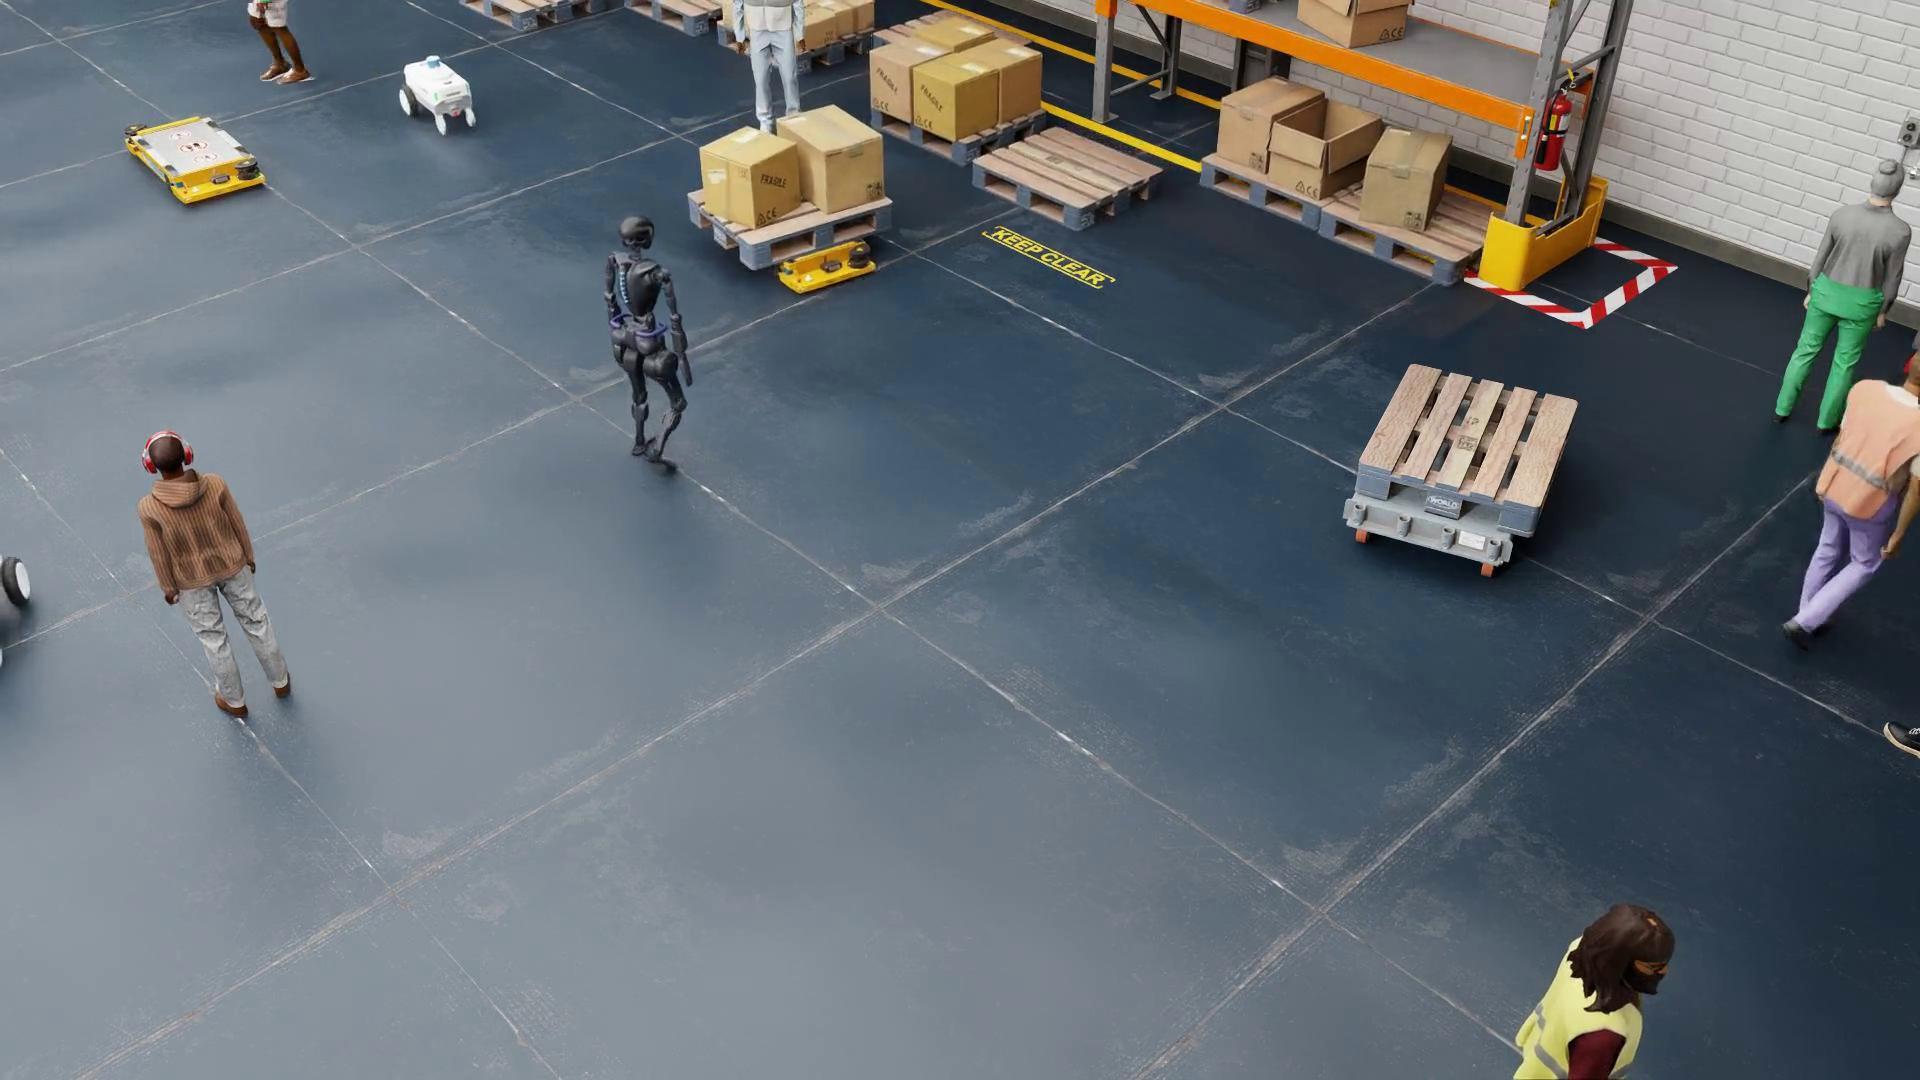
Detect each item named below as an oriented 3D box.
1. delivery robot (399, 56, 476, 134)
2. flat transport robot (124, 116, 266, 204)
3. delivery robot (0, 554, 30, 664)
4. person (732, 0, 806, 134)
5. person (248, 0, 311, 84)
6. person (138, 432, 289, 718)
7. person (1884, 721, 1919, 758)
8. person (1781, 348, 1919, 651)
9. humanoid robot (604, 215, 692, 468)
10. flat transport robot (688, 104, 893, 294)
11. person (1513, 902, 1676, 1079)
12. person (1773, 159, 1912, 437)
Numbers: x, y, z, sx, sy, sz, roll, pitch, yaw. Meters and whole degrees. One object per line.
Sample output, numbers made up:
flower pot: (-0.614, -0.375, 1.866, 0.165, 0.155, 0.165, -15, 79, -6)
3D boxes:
delivery robot: (-4.547, -3.911, 14.485, 0.499, 0.608, 0.801, -24, 43, -29)
flat transport robot: (-6.335, -3.169, 13.728, 0.659, 0.231, 1.431, -26, 44, -30)
delivery robot: (-5.336, 0.306, 8.885, 0.499, 0.587, 0.777, -11, 39, -15)
person: (-1.569, -4.209, 13.749, 0.598, 1.909, 0.400, 1, 37, 2)
person: (-6.183, -4.870, 14.694, 0.589, 1.825, 0.538, -19, 41, -23)
person: (-3.673, 0.179, 8.147, 0.461, 1.651, 0.327, -25, 44, -29)
person: (4.915, 0.240, 7.810, 0.605, 1.965, 0.368, -17, 40, -21)
person: (4.603, -0.183, 8.498, 0.520, 1.815, 0.568, -17, 40, -21)
humanoid robot: (-1.883, -1.148, 9.883, 0.609, 1.647, 0.369, 21, 42, 26)
flat transport robot: (-1.283, -2.295, 12.572, 0.659, 0.231, 1.431, -22, 42, -27)
person: (2.109, 1.891, 5.787, 0.379, 1.767, 0.466, 10, 38, 13)
person: (5.448, -1.486, 10.196, 0.508, 1.844, 0.340, 27, 45, 31)
